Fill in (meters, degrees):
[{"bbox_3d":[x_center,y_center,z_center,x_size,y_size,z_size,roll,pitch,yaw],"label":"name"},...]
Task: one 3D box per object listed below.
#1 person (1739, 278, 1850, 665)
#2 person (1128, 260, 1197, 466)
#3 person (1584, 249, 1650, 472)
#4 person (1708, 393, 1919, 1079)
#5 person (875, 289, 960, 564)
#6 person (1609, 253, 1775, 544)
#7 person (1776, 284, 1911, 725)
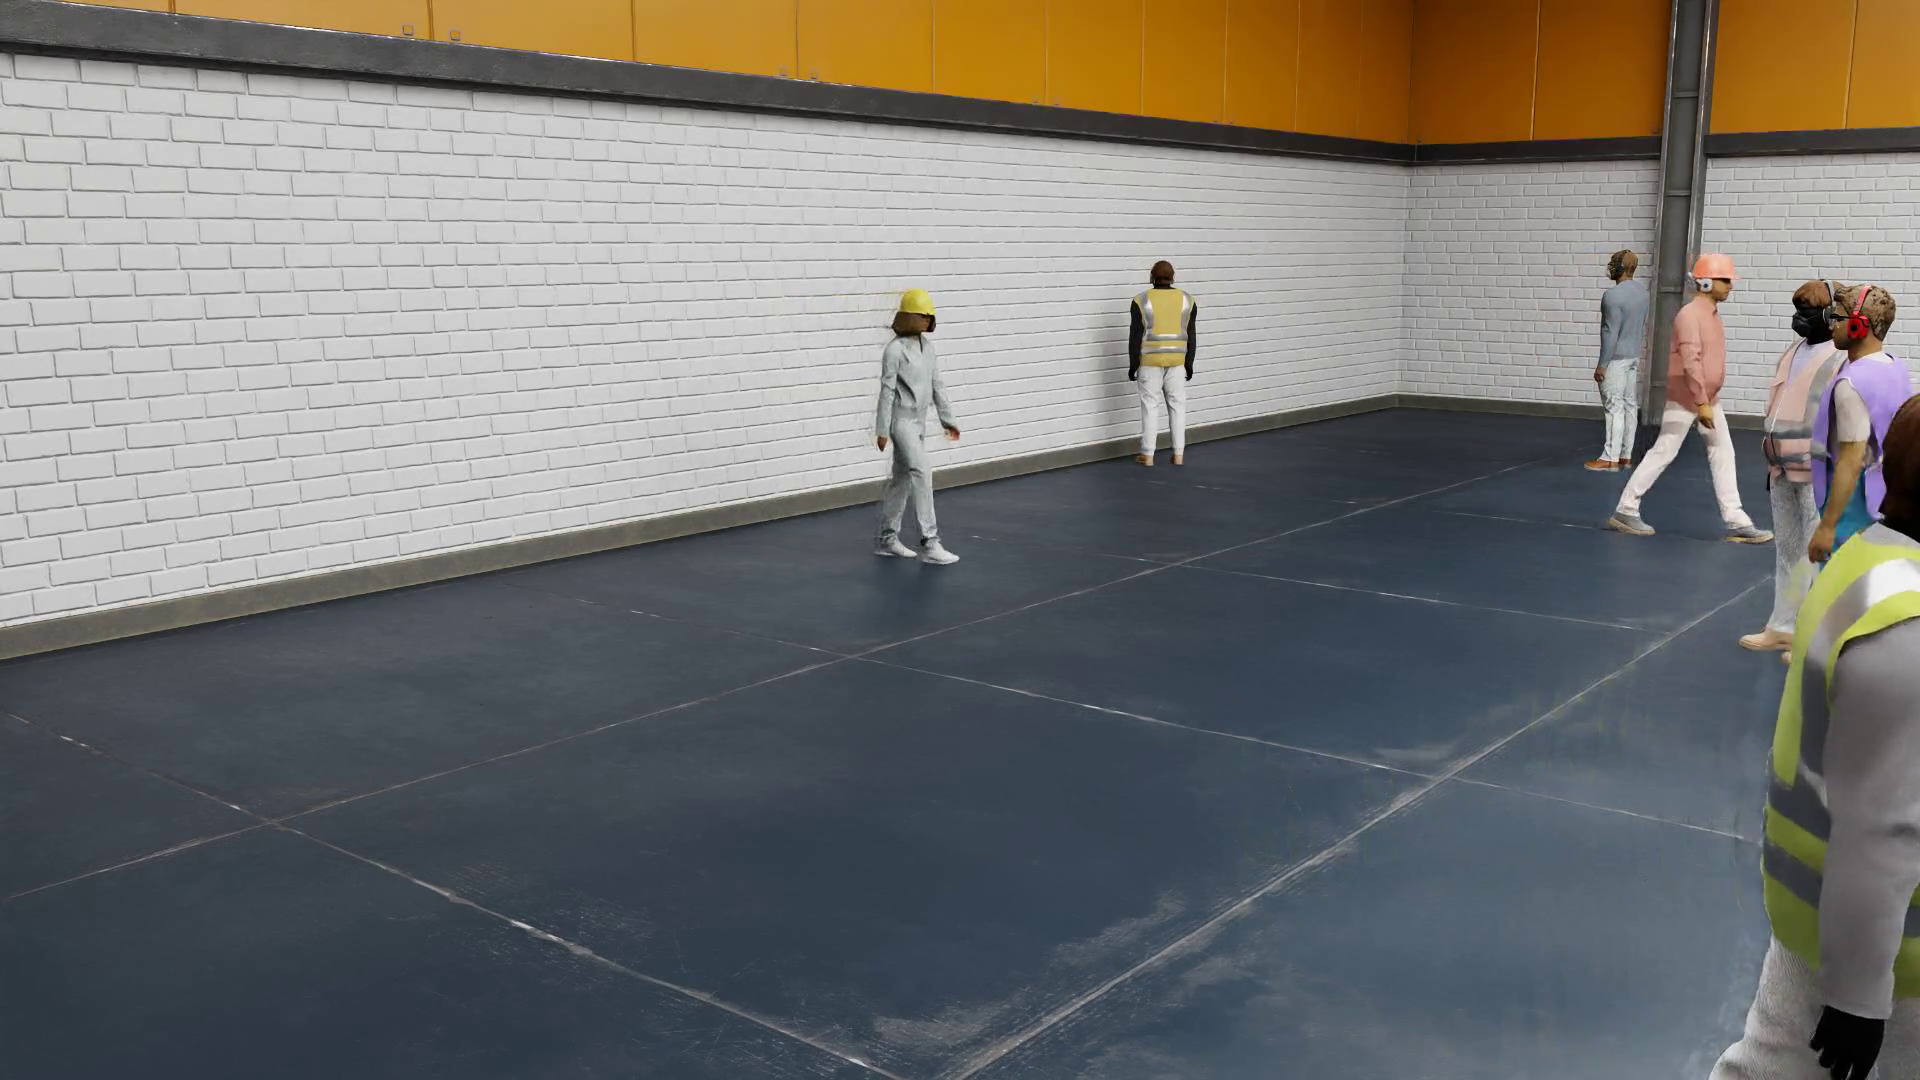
[{"bbox_3d":[4.061,-0.320,7.955,0.429,1.841,0.634,-1,10,-7],"label":"person"},{"bbox_3d":[1.810,-1.589,14.990,0.634,1.841,0.429,-2,10,-11],"label":"person"},{"bbox_3d":[5.778,-1.569,14.610,0.630,1.940,0.372,-10,14,-42],"label":"person"},{"bbox_3d":[1.634,0.642,2.757,0.944,1.789,0.650,4,11,23],"label":"person"},{"bbox_3d":[-0.224,-0.704,10.426,0.785,1.712,0.498,5,11,26],"label":"person"},{"bbox_3d":[4.947,-0.953,11.213,0.609,1.947,1.047,-9,14,-42],"label":"person"},{"bbox_3d":[3.614,-0.100,6.722,0.390,1.846,0.563,9,14,42],"label":"person"}]
